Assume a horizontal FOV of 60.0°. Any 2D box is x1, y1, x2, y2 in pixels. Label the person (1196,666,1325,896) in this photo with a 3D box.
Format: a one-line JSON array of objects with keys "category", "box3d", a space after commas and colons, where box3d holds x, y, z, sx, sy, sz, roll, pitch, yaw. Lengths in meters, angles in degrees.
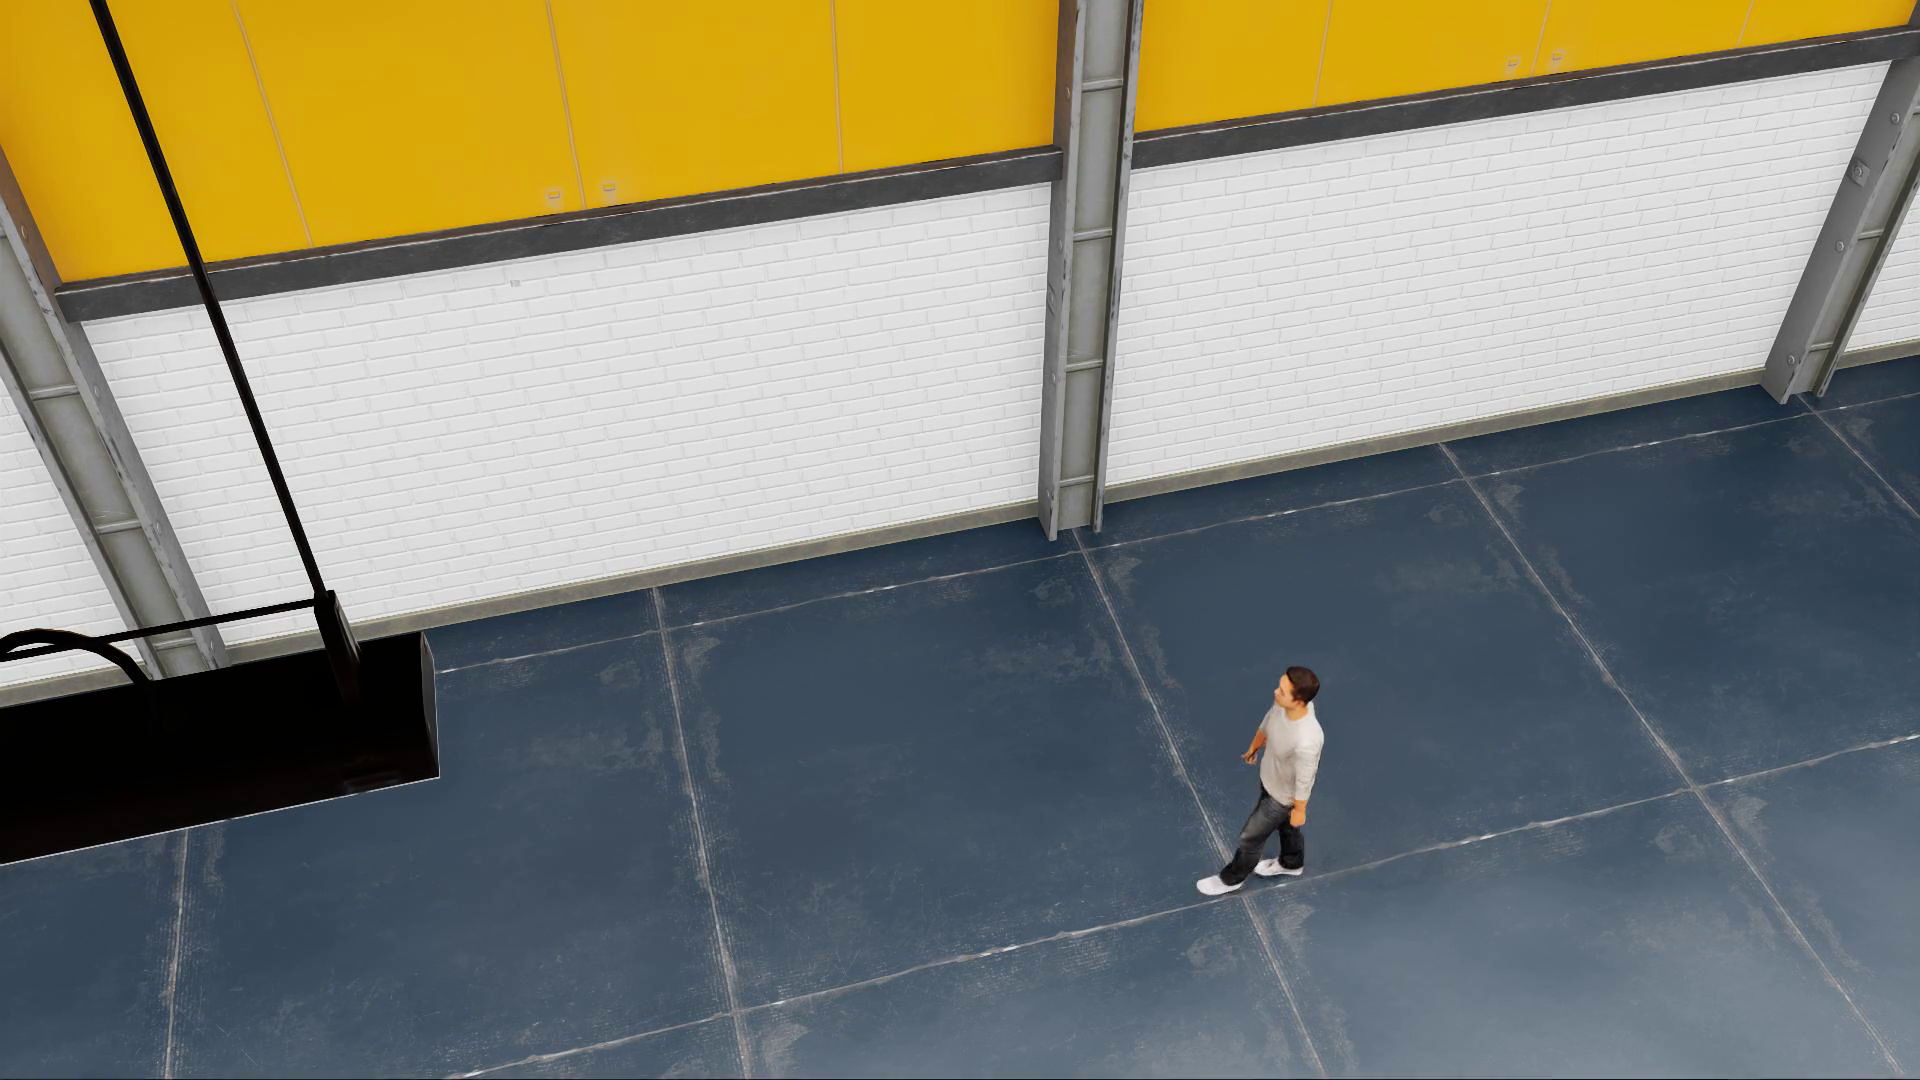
[{"category": "person", "box3d": [1.883, 1.336, 9.218, 0.943, 1.791, 0.768, -3, 44, -4]}]
